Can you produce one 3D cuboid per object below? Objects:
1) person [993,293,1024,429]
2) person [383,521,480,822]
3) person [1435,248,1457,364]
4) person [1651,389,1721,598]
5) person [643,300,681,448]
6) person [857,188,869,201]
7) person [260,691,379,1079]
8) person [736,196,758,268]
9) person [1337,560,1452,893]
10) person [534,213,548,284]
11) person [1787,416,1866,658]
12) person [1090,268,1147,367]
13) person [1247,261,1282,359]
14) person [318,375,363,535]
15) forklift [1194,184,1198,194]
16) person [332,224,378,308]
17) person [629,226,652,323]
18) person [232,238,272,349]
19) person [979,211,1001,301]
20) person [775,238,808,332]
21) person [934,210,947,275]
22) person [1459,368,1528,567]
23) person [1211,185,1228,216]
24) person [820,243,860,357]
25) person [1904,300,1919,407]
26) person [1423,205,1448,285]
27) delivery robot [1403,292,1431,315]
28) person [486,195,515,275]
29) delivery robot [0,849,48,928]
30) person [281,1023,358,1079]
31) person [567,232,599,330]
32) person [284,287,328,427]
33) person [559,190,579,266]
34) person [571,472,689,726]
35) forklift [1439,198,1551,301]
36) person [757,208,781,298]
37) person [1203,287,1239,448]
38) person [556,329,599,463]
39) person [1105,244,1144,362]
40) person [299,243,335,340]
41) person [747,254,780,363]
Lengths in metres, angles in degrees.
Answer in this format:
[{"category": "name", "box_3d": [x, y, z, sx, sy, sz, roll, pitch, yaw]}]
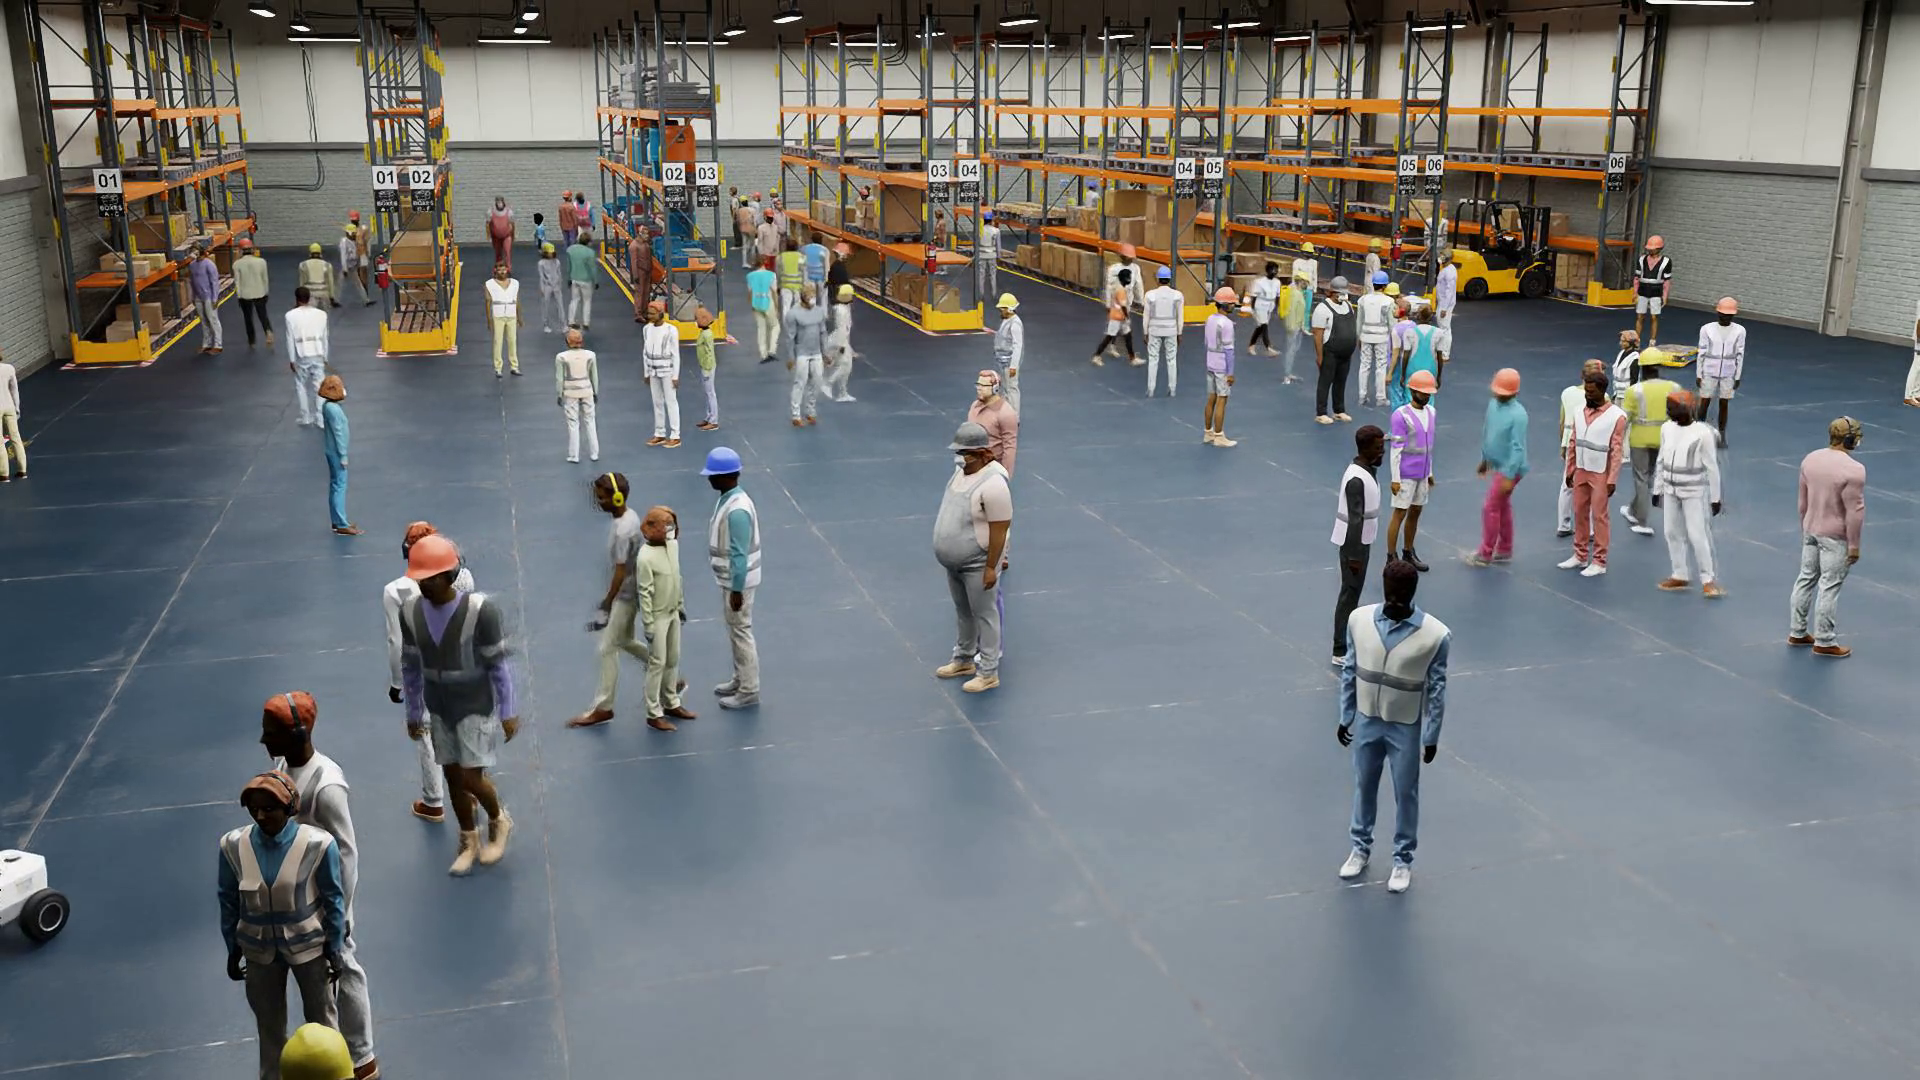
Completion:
[{"category": "person", "box_3d": [0.650, -2.399, 22.366, 0.404, 1.828, 0.603, -3, 15, -10]}, {"category": "person", "box_3d": [-3.225, 0.803, 10.216, 0.573, 1.883, 0.353, -12, 19, -39]}, {"category": "person", "box_3d": [8.111, -3.914, 27.862, 0.373, 1.940, 0.630, 3, 15, 10]}, {"category": "person", "box_3d": [6.533, -0.425, 14.892, 0.441, 1.854, 0.690, -7, 16, -24]}, {"category": "person", "box_3d": [-3.809, -2.117, 21.226, 0.576, 1.876, 0.346, 10, 18, 32]}, {"category": "person", "box_3d": [-2.748, -9.300, 48.312, 0.429, 1.842, 0.634, -7, 16, -24]}, {"category": "person", "box_3d": [-2.853, 1.559, 7.372, 0.337, 1.882, 0.585, -14, 20, -42]}, {"category": "person", "box_3d": [-5.578, -8.115, 43.827, 0.661, 1.852, 0.969, 3, 15, 10]}, {"category": "person", "box_3d": [2.428, 1.019, 9.358, 0.588, 1.911, 0.398, 10, 18, 32]}, {"category": "person", "box_3d": [-10.057, -7.010, 39.996, 0.322, 1.690, 0.532, -2, 15, -8]}, {"category": "person", "box_3d": [6.924, -0.030, 13.247, 0.372, 1.940, 0.632, -4, 15, -14]}, {"category": "person", "box_3d": [2.600, -3.662, 27.477, 0.898, 1.652, 0.543, 3, 15, 11]}, {"category": "person", "box_3d": [5.236, -3.963, 28.576, 0.540, 1.648, 0.823, -10, 18, -34]}, {"category": "person", "box_3d": [-6.342, -0.869, 16.984, 0.279, 1.634, 0.499, -8, 17, -28]}, {"category": "forklift", "box_3d": [7.392, -11.333, 53.972, 1.873, 2.768, 1.129, -4, 15, -15]}, {"category": "person", "box_3d": [-12.950, -5.794, 35.291, 0.962, 1.766, 0.661, 1, 15, 3]}, {"category": "person", "box_3d": [-6.310, -5.288, 33.124, 0.401, 1.896, 0.650, 5, 16, 18]}, {"category": "person", "box_3d": [-12.498, -4.343, 29.409, 0.615, 1.975, 0.684, -11, 19, -37]}, {"category": "person", "box_3d": [0.602, -6.248, 36.633, 0.606, 1.944, 0.403, 4, 15, 13]}, {"category": "person", "box_3d": [-3.173, -4.762, 31.295, 0.631, 1.818, 0.800, 0, 15, 1]}, {"category": "person", "box_3d": [-0.492, -7.529, 42.062, 0.317, 1.630, 0.514, -5, 16, -17]}, {"category": "person", "box_3d": [5.056, -0.677, 15.685, 0.605, 1.946, 0.688, 0, 15, -1]}, {"category": "person", "box_3d": [7.498, -9.346, 48.325, 0.617, 1.924, 0.702, -9, 17, -31]}, {"category": "person", "box_3d": [-2.077, -4.064, 28.361, 0.818, 1.972, 0.664, -5, 16, -19]}, {"category": "person", "box_3d": [13.983, -2.873, 24.074, 0.513, 1.872, 0.328, -12, 19, -39]}, {"category": "person", "box_3d": [11.314, -7.010, 39.604, 0.567, 1.938, 0.436, 5, 16, 20]}, {"category": "delivery robot", "box_3d": [9.085, -4.734, 33.419, 0.707, 0.478, 0.477, 1, 15, 5]}, {"category": "person", "box_3d": [-11.644, -7.778, 42.204, 0.694, 2.000, 1.078, -3, 15, -10]}, {"category": "delivery robot", "box_3d": [-5.124, 1.855, 8.623, 0.477, 0.478, 0.707, 6, 16, 20]}, {"category": "person", "box_3d": [-1.833, 2.260, 4.963, 0.326, 1.765, 0.530, 13, 20, 40]}, {"category": "person", "box_3d": [-7.244, -4.956, 31.884, 0.666, 1.891, 0.421, 7, 16, 24]}, {"category": "person", "box_3d": [-8.865, -2.490, 22.618, 0.597, 1.875, 0.713, -12, 19, -38]}, {"category": "person", "box_3d": [-10.350, -8.260, 44.104, 0.612, 1.997, 0.375, 9, 17, 29]}, {"category": "person", "box_3d": [-2.392, 0.414, 11.785, 0.846, 1.831, 0.592, -3, 15, -11]}, {"category": "forklift", "box_3d": [11.913, -6.508, 37.130, 2.313, 2.155, 1.214, -4, 15, -15]}, {"category": "person", "box_3d": [-4.235, -6.364, 36.972, 0.382, 1.993, 0.622, 11, 18, 35]}, {"category": "person", "box_3d": [3.342, -2.201, 21.216, 0.373, 2.043, 0.615, -5, 16, -18]}, {"category": "person", "box_3d": [-4.663, -1.755, 20.313, 0.523, 1.638, 0.310, -8, 17, -27]}, {"category": "person", "box_3d": [2.800, -4.023, 28.192, 0.619, 1.967, 1.086, -9, 17, -30]}, {"category": "person", "box_3d": [-11.706, -4.502, 30.333, 0.594, 1.807, 0.740, -6, 16, -23]}, {"category": "person", "box_3d": [-3.286, -3.893, 28.000, 0.597, 1.819, 0.484, 6, 16, 21]}]
